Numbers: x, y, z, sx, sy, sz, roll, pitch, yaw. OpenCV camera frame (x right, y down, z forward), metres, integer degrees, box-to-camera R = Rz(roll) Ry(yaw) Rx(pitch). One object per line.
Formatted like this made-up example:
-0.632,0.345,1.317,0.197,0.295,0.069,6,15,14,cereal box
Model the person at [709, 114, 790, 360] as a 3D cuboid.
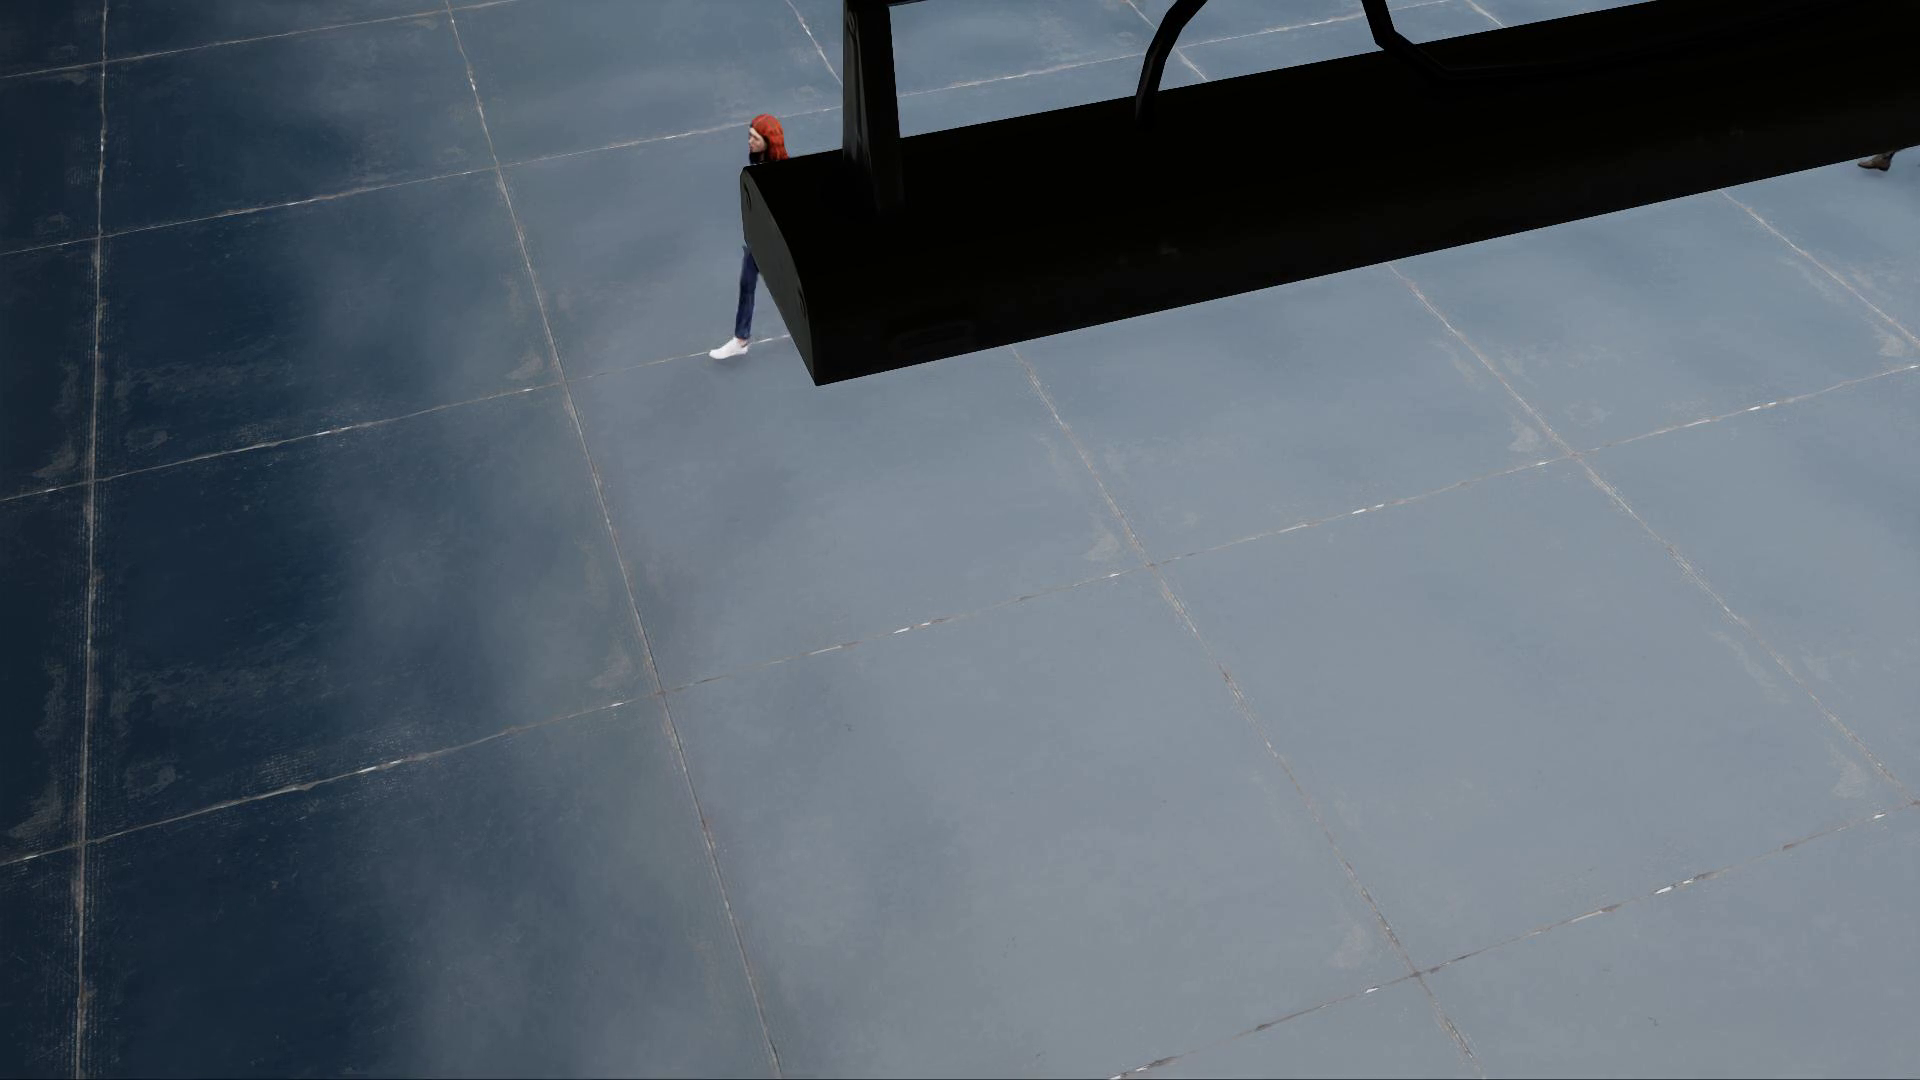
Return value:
-1.156,-1.990,11.008,0.822,1.740,1.118,-23,48,-22,person
